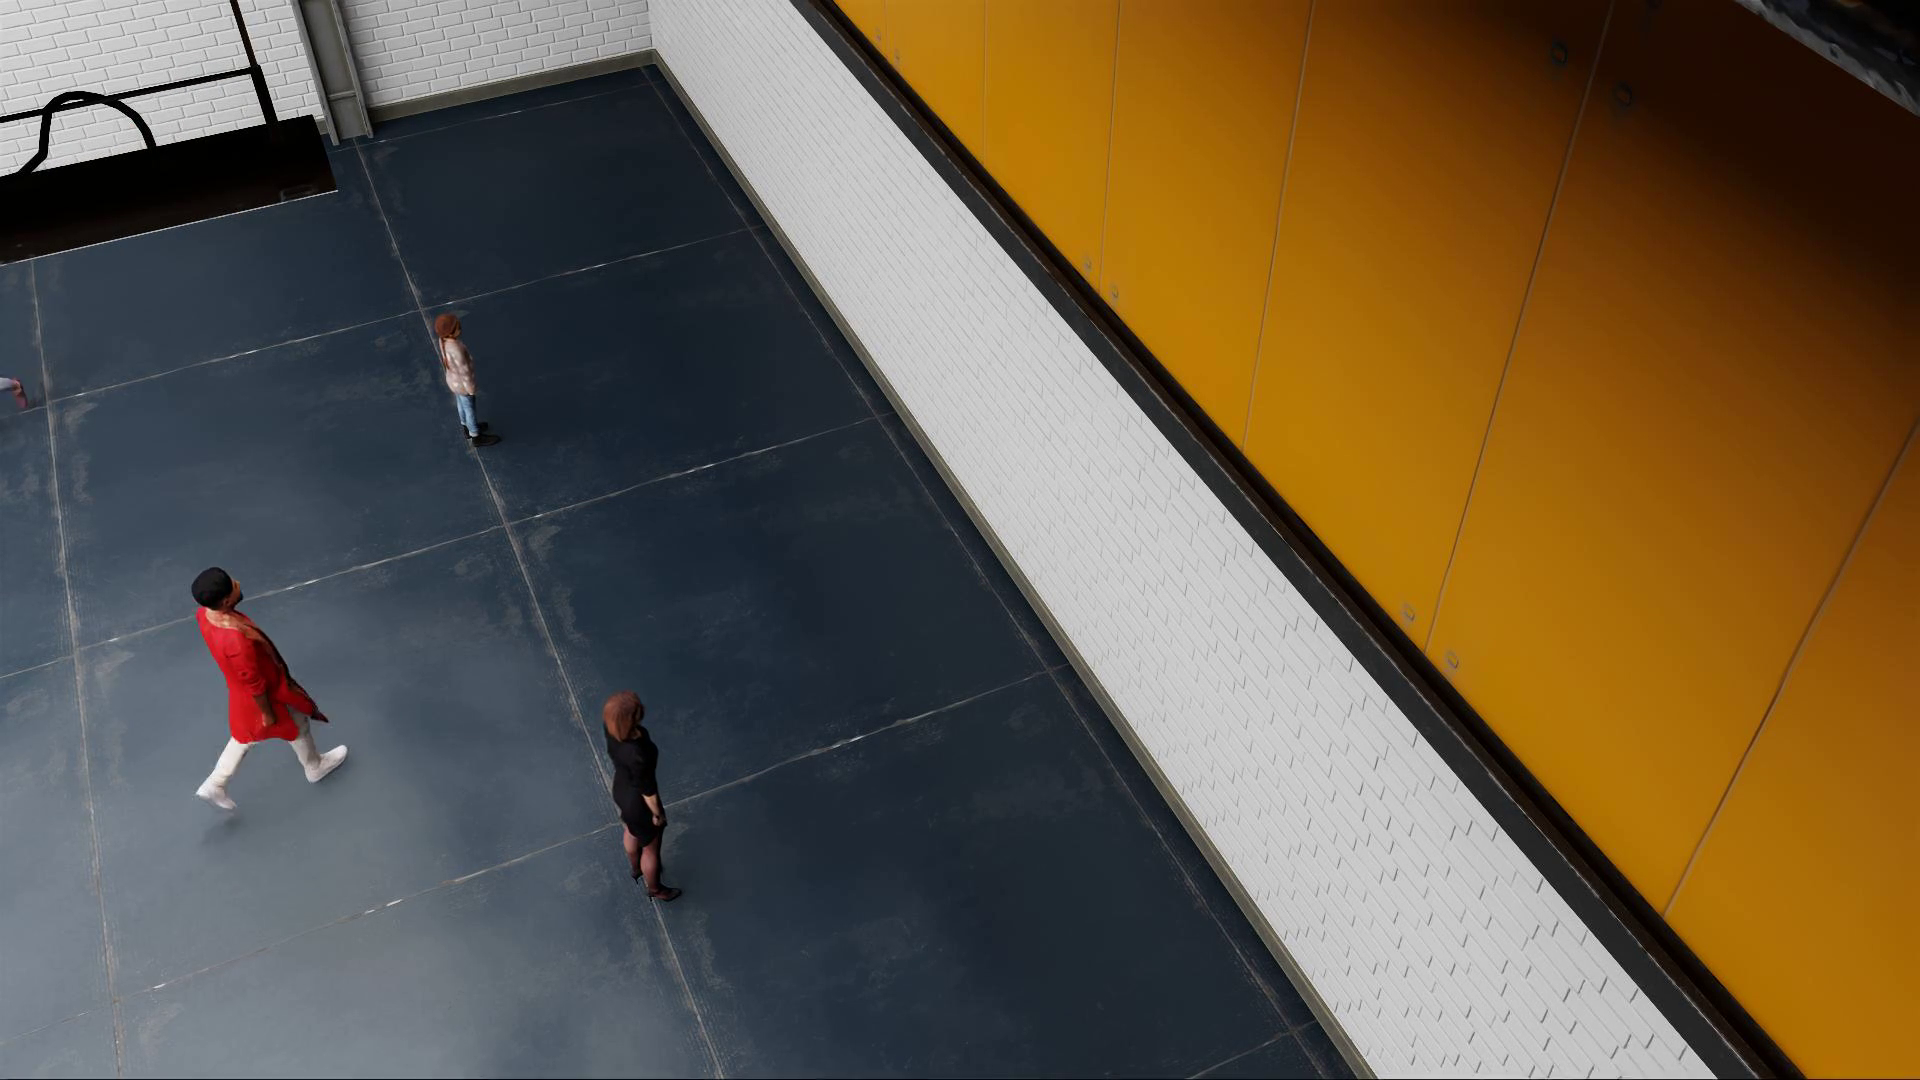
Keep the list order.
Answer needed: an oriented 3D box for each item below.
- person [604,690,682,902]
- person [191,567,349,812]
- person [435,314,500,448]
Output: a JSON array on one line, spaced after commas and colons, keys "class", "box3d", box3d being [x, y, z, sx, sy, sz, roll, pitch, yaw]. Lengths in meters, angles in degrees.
[{"class": "person", "box3d": [-1.837, 1.463, 9.486, 0.553, 1.704, 0.619, -26, 49, -24]}, {"class": "person", "box3d": [-4.296, 0.944, 9.924, 0.971, 1.852, 1.230, 32, 52, 29]}, {"class": "person", "box3d": [-3.806, -1.231, 12.684, 0.507, 1.194, 0.520, -26, 49, -25]}]
